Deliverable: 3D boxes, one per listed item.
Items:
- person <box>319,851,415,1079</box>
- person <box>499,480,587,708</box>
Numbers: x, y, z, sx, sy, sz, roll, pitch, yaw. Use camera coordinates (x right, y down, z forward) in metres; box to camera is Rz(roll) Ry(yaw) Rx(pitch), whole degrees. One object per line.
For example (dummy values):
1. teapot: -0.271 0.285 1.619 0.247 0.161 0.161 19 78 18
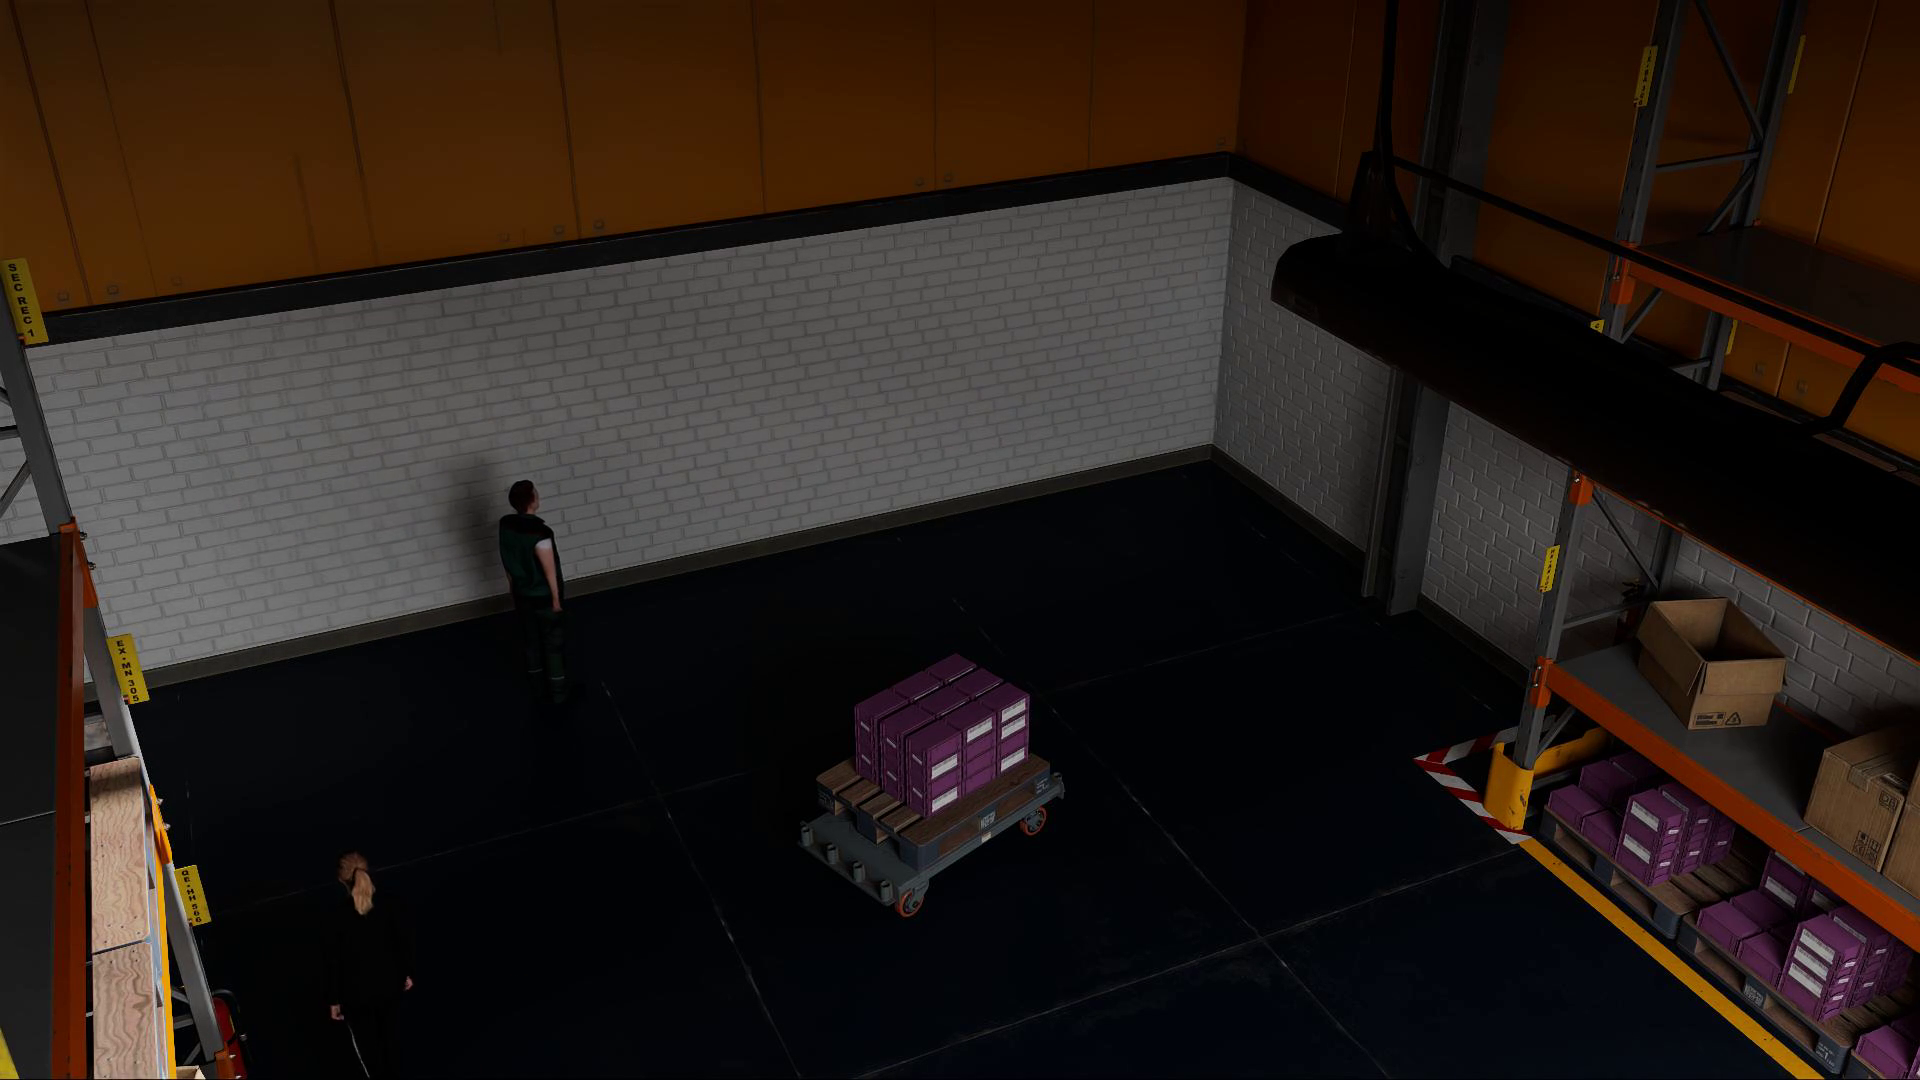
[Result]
1. person: -3.054 2.428 8.729 0.689 1.678 0.800 -19 34 -30
2. person: -3.123 0.382 12.309 0.698 1.842 0.792 16 32 26
